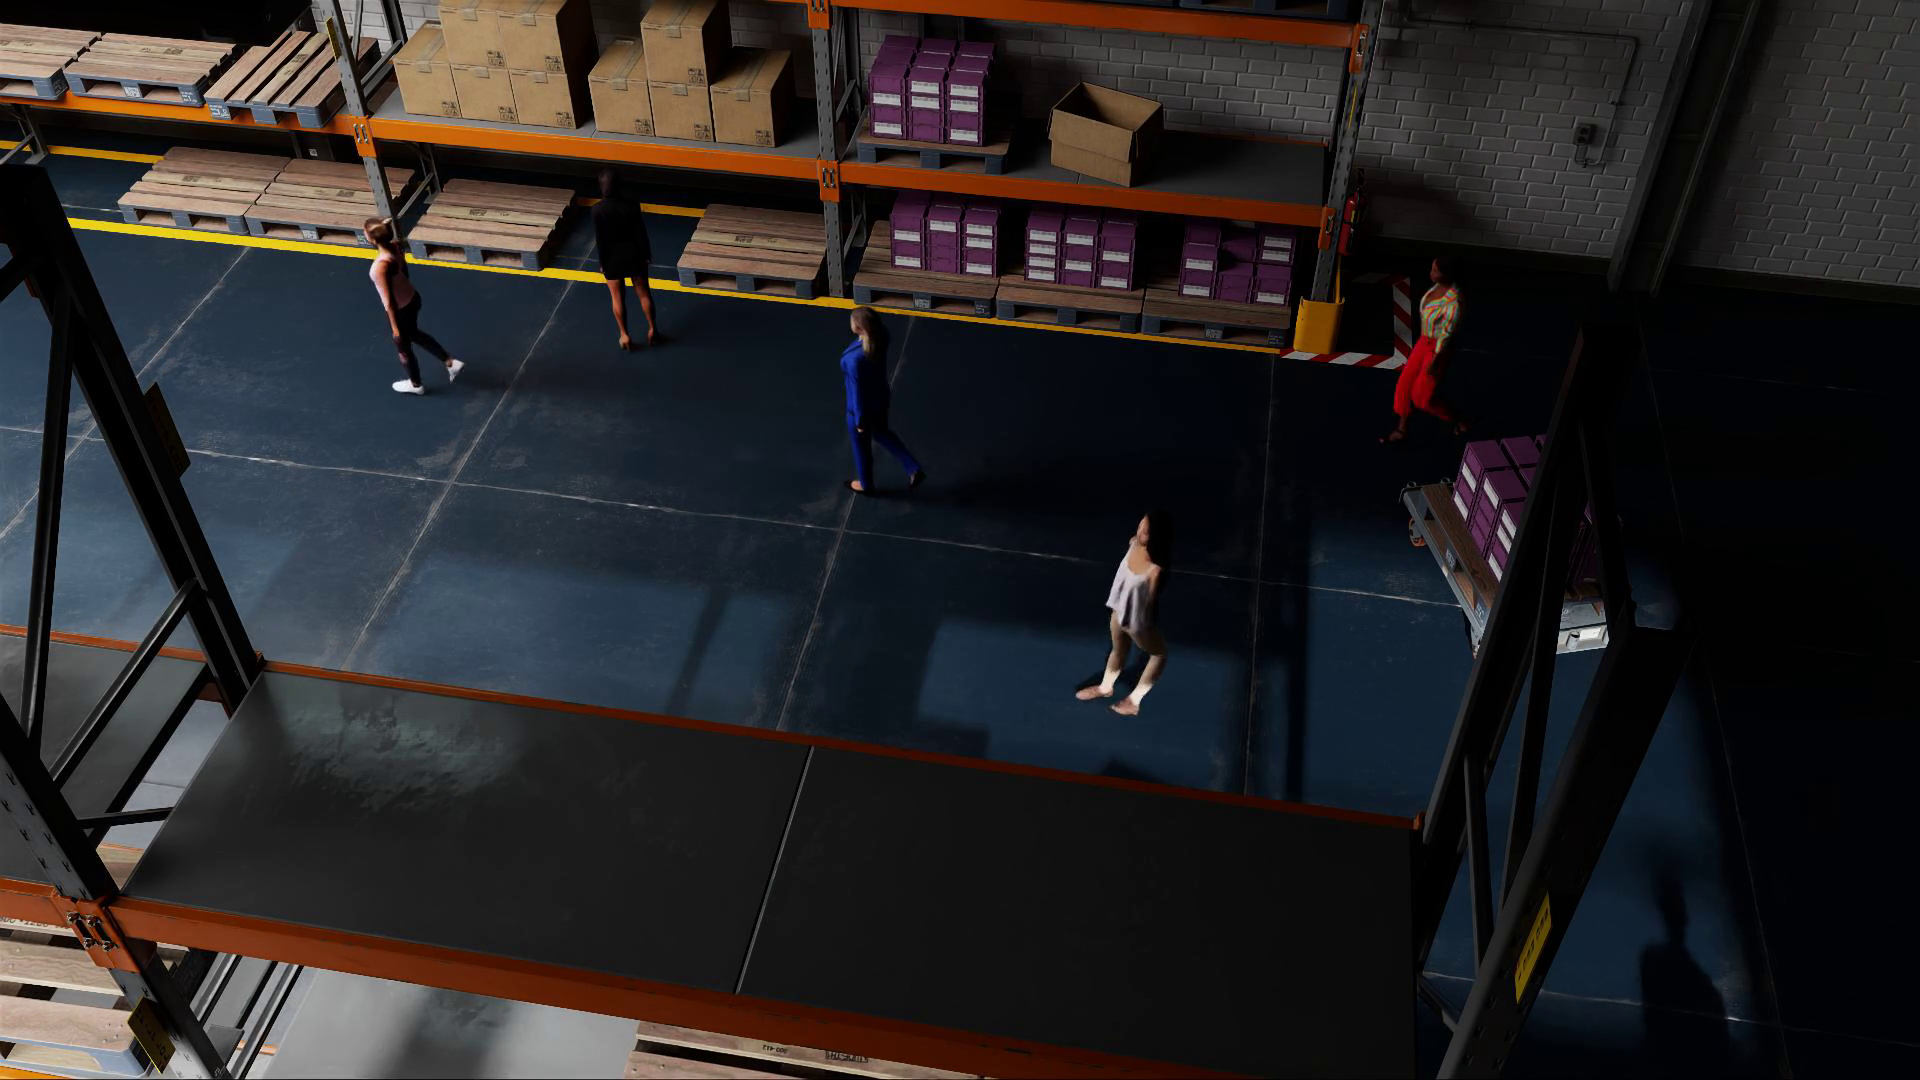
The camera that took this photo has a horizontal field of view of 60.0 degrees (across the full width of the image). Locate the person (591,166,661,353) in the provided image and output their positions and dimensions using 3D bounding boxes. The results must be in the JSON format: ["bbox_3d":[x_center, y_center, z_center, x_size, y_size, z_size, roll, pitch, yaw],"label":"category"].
[{"bbox_3d":[-2.650,-2.209,13.132,0.666,1.640,0.740,-12,45,-12],"label":"person"}]

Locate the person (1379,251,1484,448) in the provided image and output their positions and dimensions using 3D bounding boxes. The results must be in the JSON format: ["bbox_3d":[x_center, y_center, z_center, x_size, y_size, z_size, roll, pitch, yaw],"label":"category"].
[{"bbox_3d":[3.536,-1.337,12.119,1.023,1.775,0.753,-3,44,-3],"label":"person"}]

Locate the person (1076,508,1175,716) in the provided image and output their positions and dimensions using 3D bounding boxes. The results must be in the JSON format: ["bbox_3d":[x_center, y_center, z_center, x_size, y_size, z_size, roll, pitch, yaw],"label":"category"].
[{"bbox_3d":[0.997,0.474,10.310,0.782,1.649,0.871,5,44,5],"label":"person"}]

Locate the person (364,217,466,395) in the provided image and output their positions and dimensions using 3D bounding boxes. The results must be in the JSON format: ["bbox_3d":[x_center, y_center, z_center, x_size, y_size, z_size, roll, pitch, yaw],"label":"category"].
[{"bbox_3d":[-4.178,-1.775,12.683,0.814,1.632,0.585,5,44,5],"label":"person"}]

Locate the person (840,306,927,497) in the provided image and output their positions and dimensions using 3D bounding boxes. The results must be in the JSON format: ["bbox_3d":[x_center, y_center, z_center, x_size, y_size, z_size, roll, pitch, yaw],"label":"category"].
[{"bbox_3d":[-0.554,-0.933,11.759,0.959,1.686,0.783,19,47,19],"label":"person"}]
